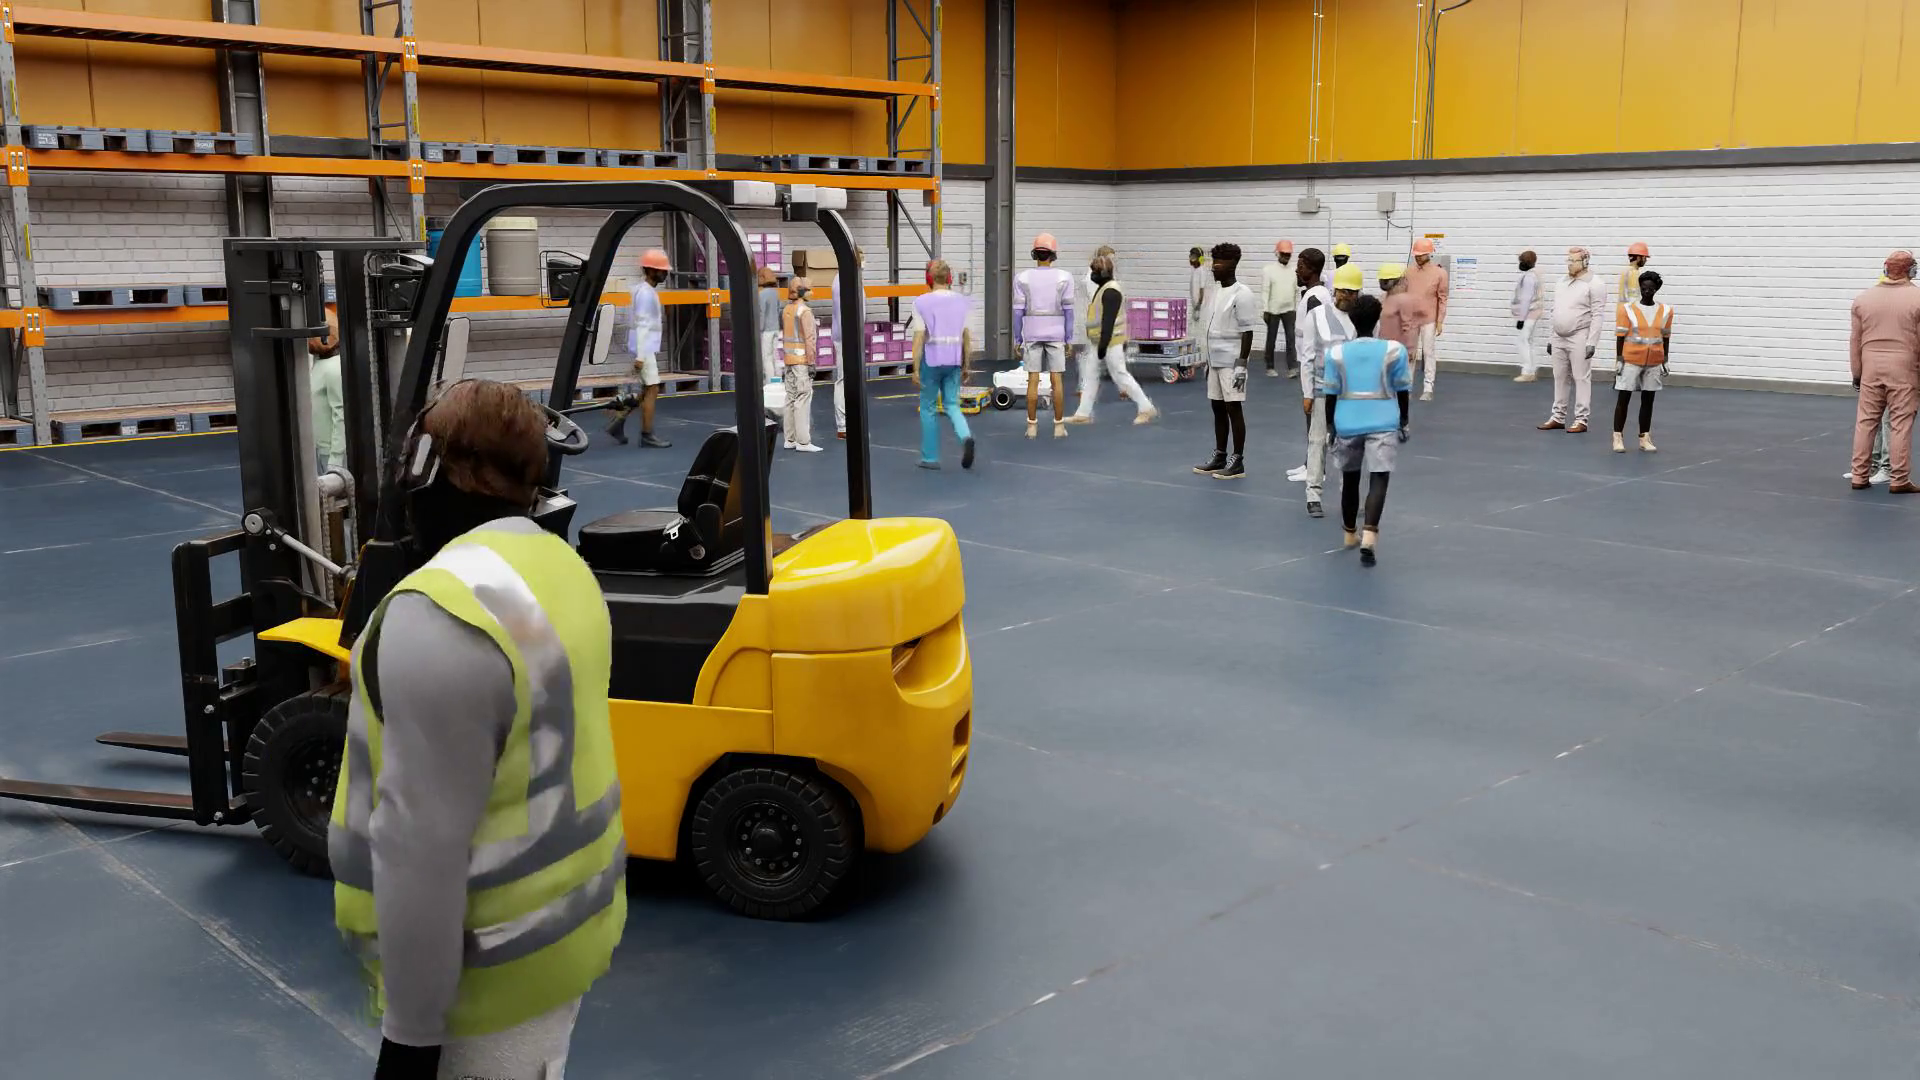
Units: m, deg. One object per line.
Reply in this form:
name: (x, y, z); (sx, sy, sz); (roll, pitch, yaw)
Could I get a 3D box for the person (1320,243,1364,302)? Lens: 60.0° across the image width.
person: (4.700, -2.704, 20.601); (0.587, 1.926, 0.366); (3, 11, 17)

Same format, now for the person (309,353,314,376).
person: (-6.605, -1.945, 16.522); (0.564, 1.898, 0.526); (-2, 11, -10)

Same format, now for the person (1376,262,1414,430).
person: (4.368, -1.961, 17.053); (0.602, 1.745, 0.546); (-4, 11, -20)

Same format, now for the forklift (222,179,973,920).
forklift: (-1.114, -0.058, 5.440); (2.313, 2.155, 1.214); (2, 11, 13)

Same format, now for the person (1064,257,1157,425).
person: (1.635, -2.116, 17.769); (0.963, 1.801, 0.628); (-1, 10, -6)

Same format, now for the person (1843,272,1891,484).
person: (7.553, -1.334, 13.624); (0.285, 1.746, 0.487); (0, 10, 0)

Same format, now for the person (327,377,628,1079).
person: (-0.740, 0.665, 2.603); (0.432, 1.819, 0.663); (0, 10, -3)

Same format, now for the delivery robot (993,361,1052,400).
delivery robot: (0.753, -1.844, 19.399); (0.707, 0.478, 0.477); (1, 10, 6)

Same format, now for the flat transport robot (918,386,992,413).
flat transport robot: (-0.009, -1.639, 19.311); (0.652, 0.197, 1.431); (2, 11, 12)

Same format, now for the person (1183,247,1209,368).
person: (3.553, -3.506, 25.197); (0.569, 1.841, 0.551); (-2, 11, -10)

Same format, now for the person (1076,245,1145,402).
person: (1.801, -2.614, 20.209); (0.879, 1.897, 0.639); (8, 13, 37)

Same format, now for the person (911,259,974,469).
person: (-0.146, -1.482, 14.213); (0.576, 1.823, 0.704); (-6, 12, -31)

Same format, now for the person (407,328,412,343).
person: (-4.485, -1.269, 12.998); (0.508, 1.846, 0.345); (0, 10, 0)

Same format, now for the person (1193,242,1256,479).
person: (2.221, -1.497, 13.909); (0.361, 1.964, 0.614); (-4, 11, -20)

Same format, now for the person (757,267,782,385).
person: (-2.405, -2.595, 20.806); (0.268, 1.631, 0.507); (4, 11, 20)

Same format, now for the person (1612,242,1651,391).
person: (8.781, -2.912, 21.729); (0.378, 1.929, 0.559); (2, 11, 9)

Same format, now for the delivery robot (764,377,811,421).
delivery robot: (-1.906, -1.445, 17.221); (0.707, 0.478, 0.477); (-6, 12, -29)

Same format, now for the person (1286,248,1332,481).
person: (2.920, -1.439, 13.724); (0.396, 1.919, 0.590); (2, 11, 12)

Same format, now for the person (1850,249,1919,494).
person: (7.350, -1.321, 13.104); (0.408, 1.913, 0.642); (-8, 13, -37)

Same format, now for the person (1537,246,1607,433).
person: (6.303, -2.058, 17.133); (0.411, 1.908, 0.643); (-6, 12, -28)

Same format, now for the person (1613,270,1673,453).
person: (6.361, -1.658, 15.517); (0.534, 1.698, 0.322); (0, 10, 1)

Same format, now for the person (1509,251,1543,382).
person: (7.847, -3.094, 23.076); (0.432, 1.813, 0.760); (5, 11, 24)

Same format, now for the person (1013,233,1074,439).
person: (0.832, -2.020, 16.551); (0.609, 2.044, 0.393); (1, 10, 6)

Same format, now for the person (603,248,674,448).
person: (-3.034, -1.802, 15.757); (0.690, 1.907, 0.574); (-2, 11, -9)

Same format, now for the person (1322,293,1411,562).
person: (2.537, -0.712, 10.432); (0.533, 1.669, 0.800); (5, 11, 24)

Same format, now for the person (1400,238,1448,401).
person: (5.647, -2.697, 20.402); (0.610, 1.985, 0.393); (8, 13, 39)

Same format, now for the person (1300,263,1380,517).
person: (2.741, -1.069, 11.965); (0.586, 1.824, 0.404); (-1, 10, -7)

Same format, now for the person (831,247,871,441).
person: (-1.080, -1.941, 16.409); (0.373, 1.940, 0.629); (1, 10, 6)

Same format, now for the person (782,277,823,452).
person: (-1.501, -1.642, 15.601); (0.310, 1.636, 0.523); (-6, 12, -31)

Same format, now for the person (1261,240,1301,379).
person: (4.562, -3.251, 23.517); (0.636, 1.944, 0.990); (-2, 11, -9)

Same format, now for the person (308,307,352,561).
person: (-3.475, -0.467, 9.205); (0.281, 1.632, 0.499); (-5, 12, -27)
